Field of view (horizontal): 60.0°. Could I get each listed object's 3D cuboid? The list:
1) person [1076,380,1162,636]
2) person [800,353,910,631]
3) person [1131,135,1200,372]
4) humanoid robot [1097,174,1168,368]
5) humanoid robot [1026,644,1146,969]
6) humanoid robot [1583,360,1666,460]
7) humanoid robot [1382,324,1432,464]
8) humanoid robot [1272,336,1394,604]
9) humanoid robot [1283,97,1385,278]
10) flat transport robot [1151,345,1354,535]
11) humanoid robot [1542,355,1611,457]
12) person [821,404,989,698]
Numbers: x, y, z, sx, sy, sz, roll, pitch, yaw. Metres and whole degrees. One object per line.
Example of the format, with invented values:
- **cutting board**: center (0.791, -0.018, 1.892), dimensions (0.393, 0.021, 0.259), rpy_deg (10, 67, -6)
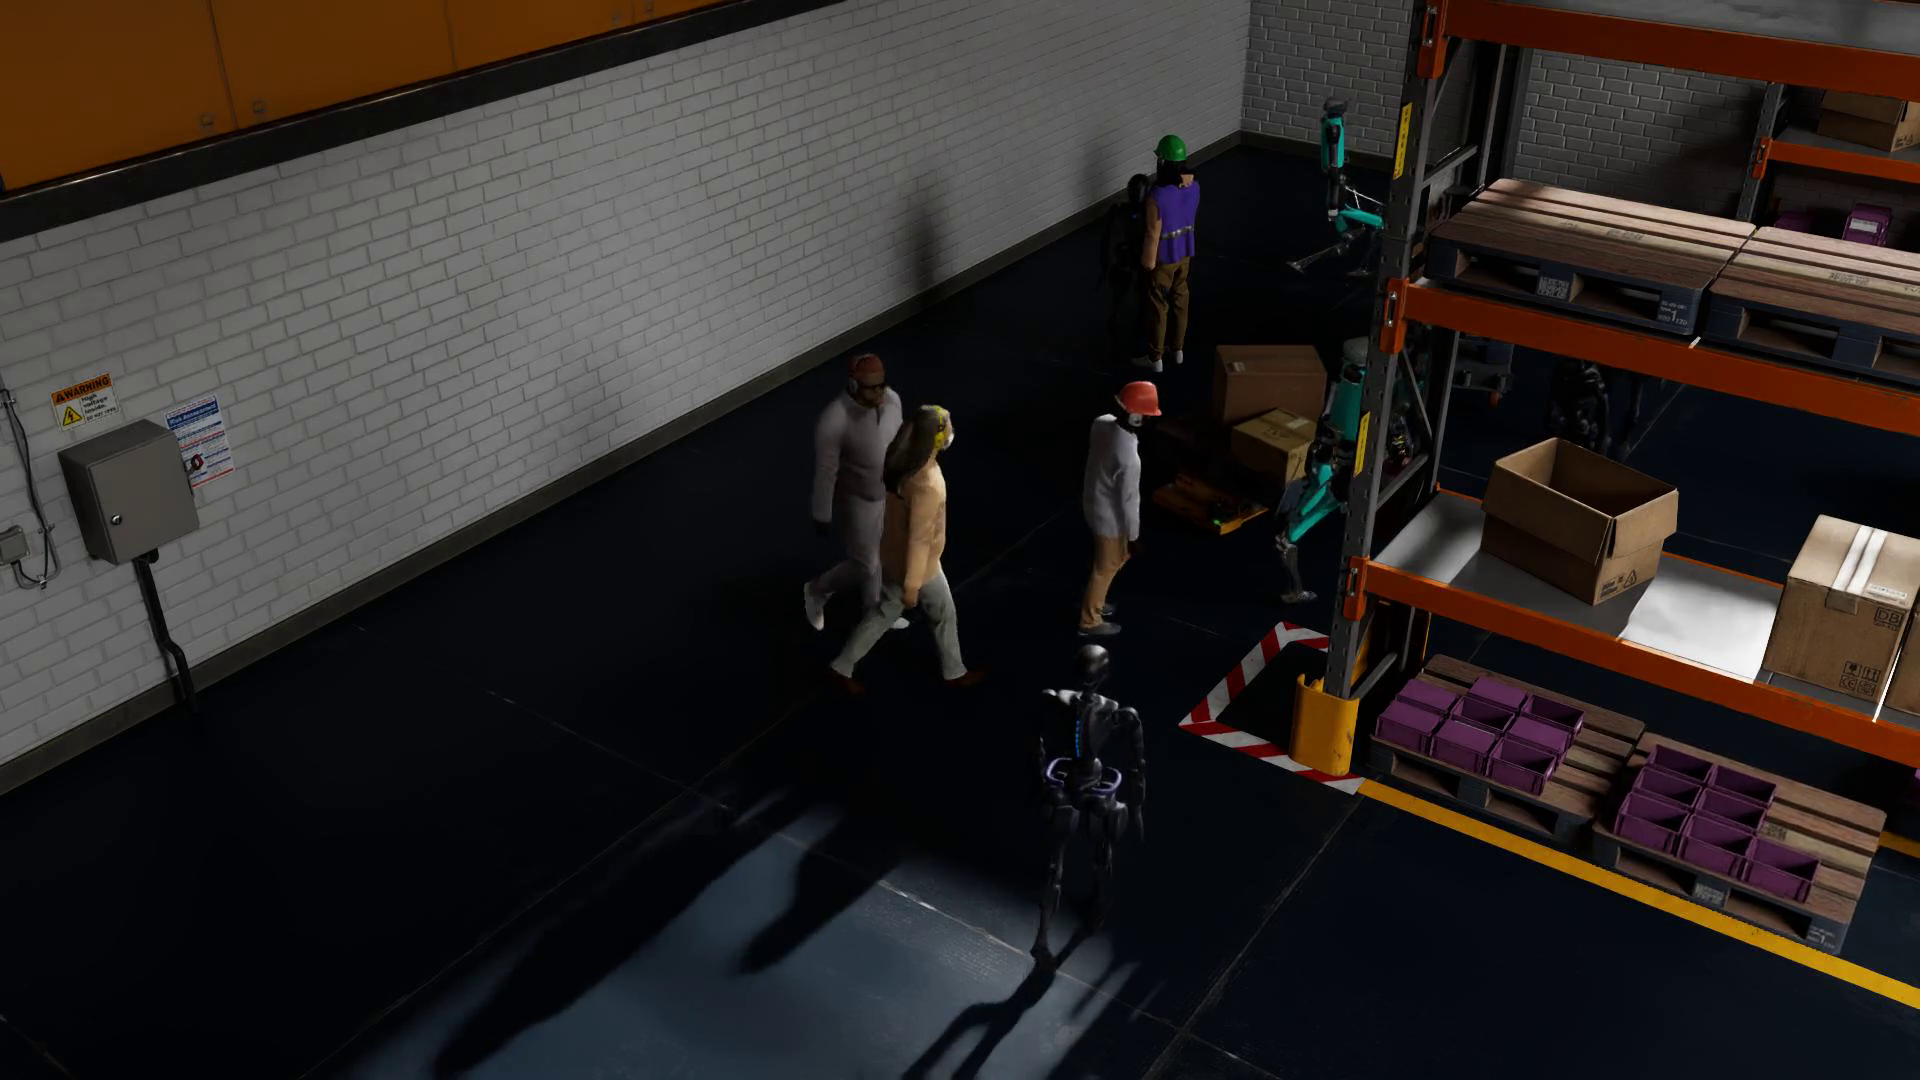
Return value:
- **person**: center (0.928, -0.162, 9.863), dimensions (0.460, 1.713, 0.578), rpy_deg (-5, 30, -9)
- **person**: center (-0.612, -0.266, 9.882), dimensions (0.531, 1.886, 0.640), rpy_deg (16, 34, 26)
- **person**: center (1.666, -2.285, 13.339), dimensions (0.531, 1.931, 0.409), rpy_deg (-23, 37, -34)
- **humanoid robot**: center (1.398, -2.168, 13.411), dimensions (0.608, 1.657, 0.377), rpy_deg (9, 31, 16)
- **humanoid robot**: center (0.544, 1.211, 7.567), dimensions (0.590, 1.648, 0.690), rpy_deg (10, 32, 17)
- **humanoid robot**: center (4.799, -1.341, 11.947), dimensions (0.598, 1.647, 0.344), rpy_deg (15, 33, 24)
- **humanoid robot**: center (3.182, -1.277, 11.800), dimensions (0.723, 1.797, 0.545), rpy_deg (19, 35, 30)
- **humanoid robot**: center (2.156, -0.331, 10.211), dimensions (0.795, 1.832, 0.530), rpy_deg (-11, 32, -18)
- **humanoid robot**: center (3.504, -3.101, 14.965), dimensions (1.055, 1.728, 0.553), rpy_deg (4, 30, 7)
- **flat transport robot**: center (2.090, -0.448, 11.817), dimensions (1.431, 0.231, 0.659), rpy_deg (-23, 37, -34)
- **humanoid robot**: center (3.942, -0.577, 10.657), dimensions (0.574, 1.631, 0.615), rpy_deg (-10, 32, -17)
- **person**: center (-0.321, 0.098, 9.316), dimensions (0.953, 1.829, 0.576), rpy_deg (-11, 32, -18)
